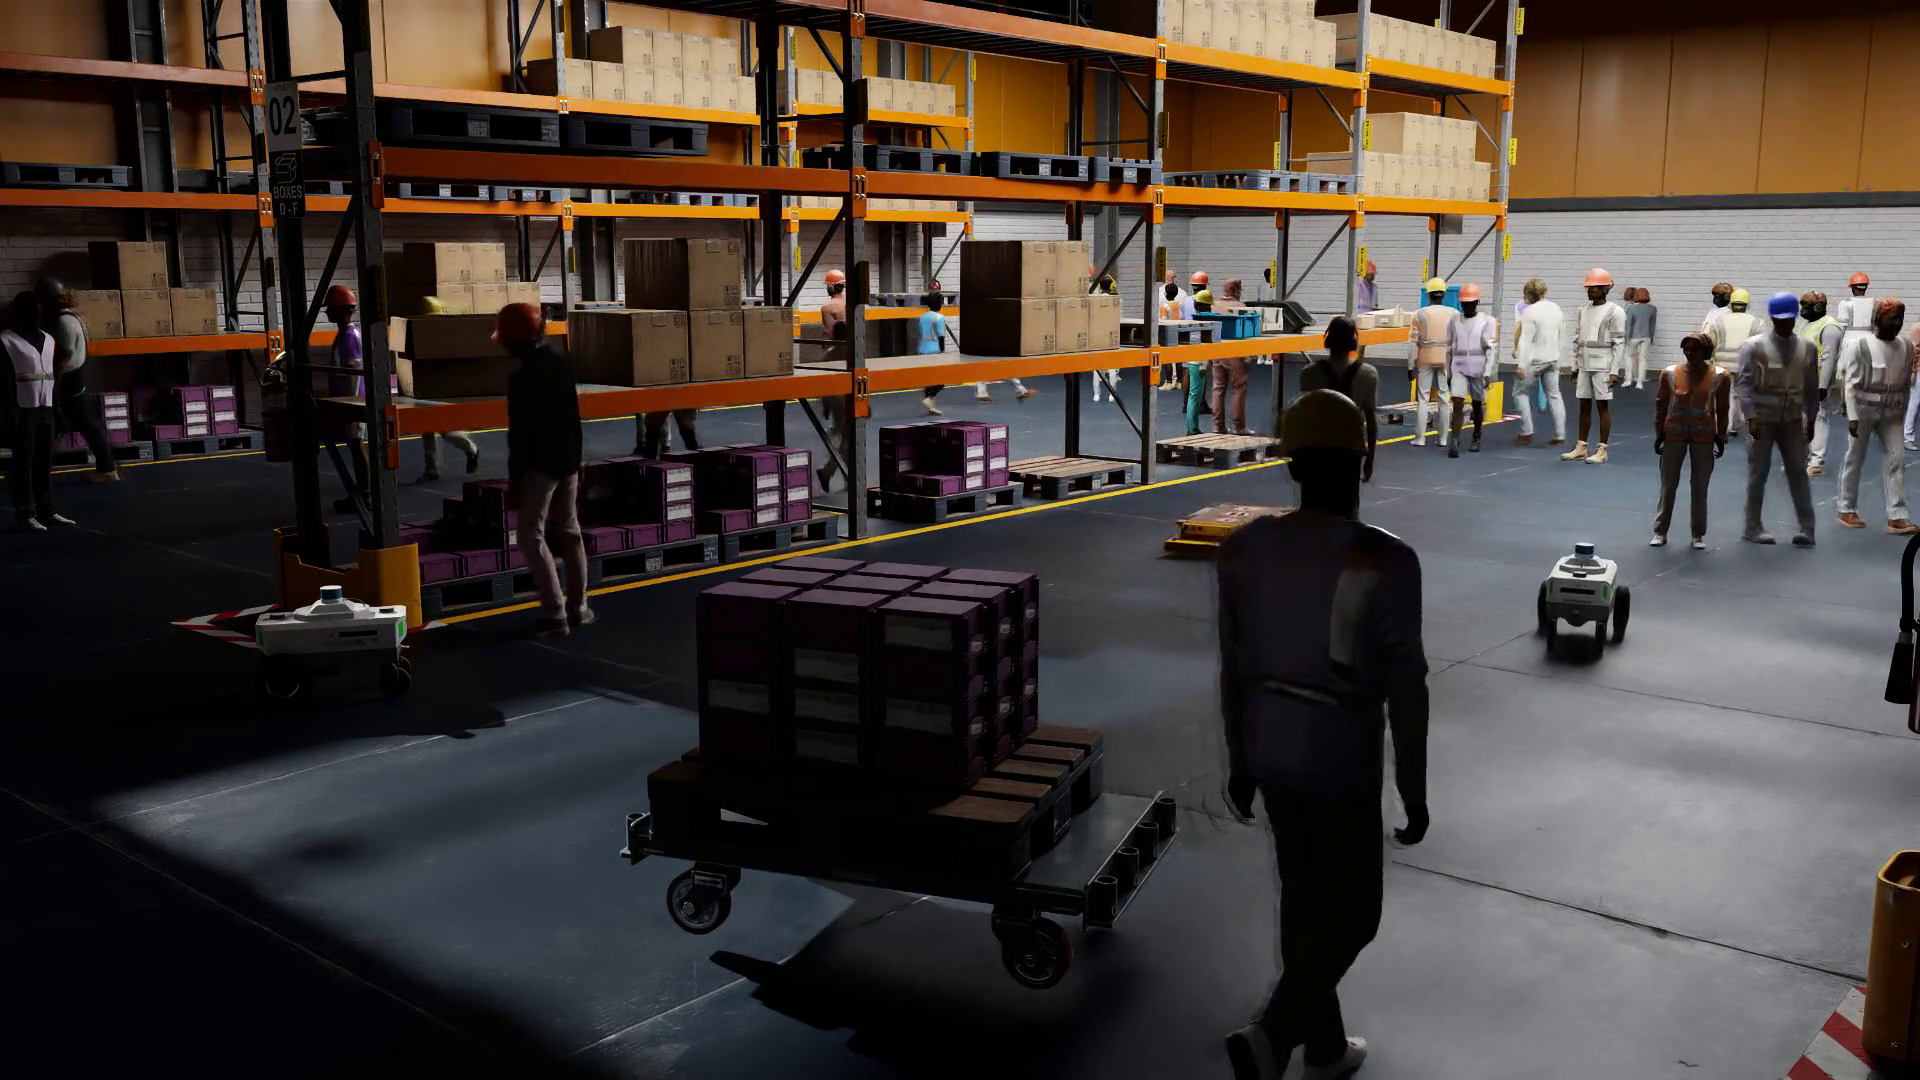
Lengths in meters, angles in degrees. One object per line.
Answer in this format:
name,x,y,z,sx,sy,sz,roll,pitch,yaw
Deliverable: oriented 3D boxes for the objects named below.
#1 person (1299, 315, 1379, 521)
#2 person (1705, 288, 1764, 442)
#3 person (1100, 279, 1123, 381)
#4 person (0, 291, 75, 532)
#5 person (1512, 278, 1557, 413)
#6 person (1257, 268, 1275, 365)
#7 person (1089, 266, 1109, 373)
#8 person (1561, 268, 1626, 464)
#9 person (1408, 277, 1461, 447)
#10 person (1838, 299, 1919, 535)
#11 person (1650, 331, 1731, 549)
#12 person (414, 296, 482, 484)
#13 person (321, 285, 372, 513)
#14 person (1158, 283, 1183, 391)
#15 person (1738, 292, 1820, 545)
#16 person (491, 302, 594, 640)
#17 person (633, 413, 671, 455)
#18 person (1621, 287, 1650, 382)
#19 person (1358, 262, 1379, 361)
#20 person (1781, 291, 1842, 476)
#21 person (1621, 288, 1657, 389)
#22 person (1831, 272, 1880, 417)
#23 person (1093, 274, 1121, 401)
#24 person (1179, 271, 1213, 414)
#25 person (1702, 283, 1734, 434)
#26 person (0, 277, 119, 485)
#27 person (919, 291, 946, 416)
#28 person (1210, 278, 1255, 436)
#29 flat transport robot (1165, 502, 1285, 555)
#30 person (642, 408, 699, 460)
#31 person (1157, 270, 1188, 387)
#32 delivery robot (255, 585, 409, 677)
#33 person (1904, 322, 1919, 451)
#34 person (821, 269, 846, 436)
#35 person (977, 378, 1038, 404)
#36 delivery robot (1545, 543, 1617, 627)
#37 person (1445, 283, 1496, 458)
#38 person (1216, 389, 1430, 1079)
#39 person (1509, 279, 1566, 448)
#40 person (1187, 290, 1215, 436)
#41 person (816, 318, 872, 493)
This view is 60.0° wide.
person,2.439,-0.544,10.818,0.518,1.828,0.529,1,10,8
person,9.019,-2.035,19.397,0.603,1.798,0.894,4,11,22
person,2.537,-3.573,28.300,0.487,1.744,0.296,3,10,16
person,-7.439,-1.027,13.321,0.392,1.914,0.587,2,10,11
person,7.840,-2.640,22.702,0.567,1.841,0.375,0,10,2
person,5.984,-4.337,32.285,0.317,1.870,0.531,-7,12,-33
person,2.232,-3.926,29.733,1.044,1.937,0.647,-3,10,-15
person,6.651,-1.818,17.446,0.389,2.045,0.606,-5,11,-25
person,5.384,-2.012,18.901,0.584,1.920,0.392,0,10,0
person,7.292,-0.962,13.150,0.591,1.845,0.896,0,10,0
person,5.495,-0.749,12.520,0.514,1.637,0.315,5,11,26
person,-4.985,-1.449,16.030,0.592,1.807,0.624,6,11,29
person,-5.246,-1.201,14.237,0.360,1.938,0.546,-4,11,-22
person,3.341,-3.204,26.328,0.536,1.696,0.321,-8,13,-39
person,6.242,-0.913,12.636,0.631,1.926,0.576,0,10,2
person,-2.422,-0.418,9.789,0.396,1.961,0.749,4,11,20
person,-3.414,-1.840,18.191,0.591,1.828,0.404,-4,11,-23
person,11.314,-3.487,28.201,0.762,1.609,0.530,2,10,13
person,7.144,-3.873,29.298,0.733,2.020,0.533,-7,12,-36
person,8.480,-1.554,16.573,0.430,1.833,0.633,0,10,0
person,10.927,-3.245,26.794,0.510,1.620,0.515,0,10,2
person,11.981,-2.610,22.267,0.544,1.936,0.359,0,10,3
person,2.146,-2.975,24.533,0.514,1.872,0.328,3,10,15
person,3.239,-2.680,22.657,0.543,1.938,0.356,8,13,39
person,9.236,-2.207,20.258,0.429,1.840,0.624,-1,10,-8
person,-8.603,-1.530,15.819,1.005,2.000,0.701,-6,12,-32
person,-0.341,-2.492,22.289,0.360,1.686,0.553,-6,12,-32
person,3.273,-2.213,20.126,0.403,1.896,0.660,-9,13,-42
flat transport robot,2.097,-0.093,12.670,0.652,0.197,1.431,5,11,25
person,-2.647,-1.297,14.814,0.635,1.919,0.960,6,11,29
person,3.373,-3.420,27.031,0.652,1.900,0.399,0,10,-1
delivery robot,-3.152,0.473,8.376,0.707,0.478,0.477,-3,11,-17
person,10.817,-1.862,18.516,0.525,1.761,0.337,-1,10,-6
person,-1.475,-2.255,20.072,0.387,1.996,0.611,7,12,35
person,0.661,-2.924,24.153,0.957,1.896,0.656,-4,11,-22
delivery robot,3.589,0.260,9.590,0.477,0.478,0.707,5,11,24
person,5.558,-1.856,18.145,0.543,1.889,0.994,4,11,24
person,0.872,0.569,4.280,0.600,1.900,0.696,10,14,44
person,6.569,-1.993,18.862,0.725,1.898,0.677,-6,12,-32
person,2.845,-2.066,19.662,0.315,1.766,0.523,0,10,2
person,-1.100,-1.243,15.384,0.514,1.611,0.695,9,13,41
